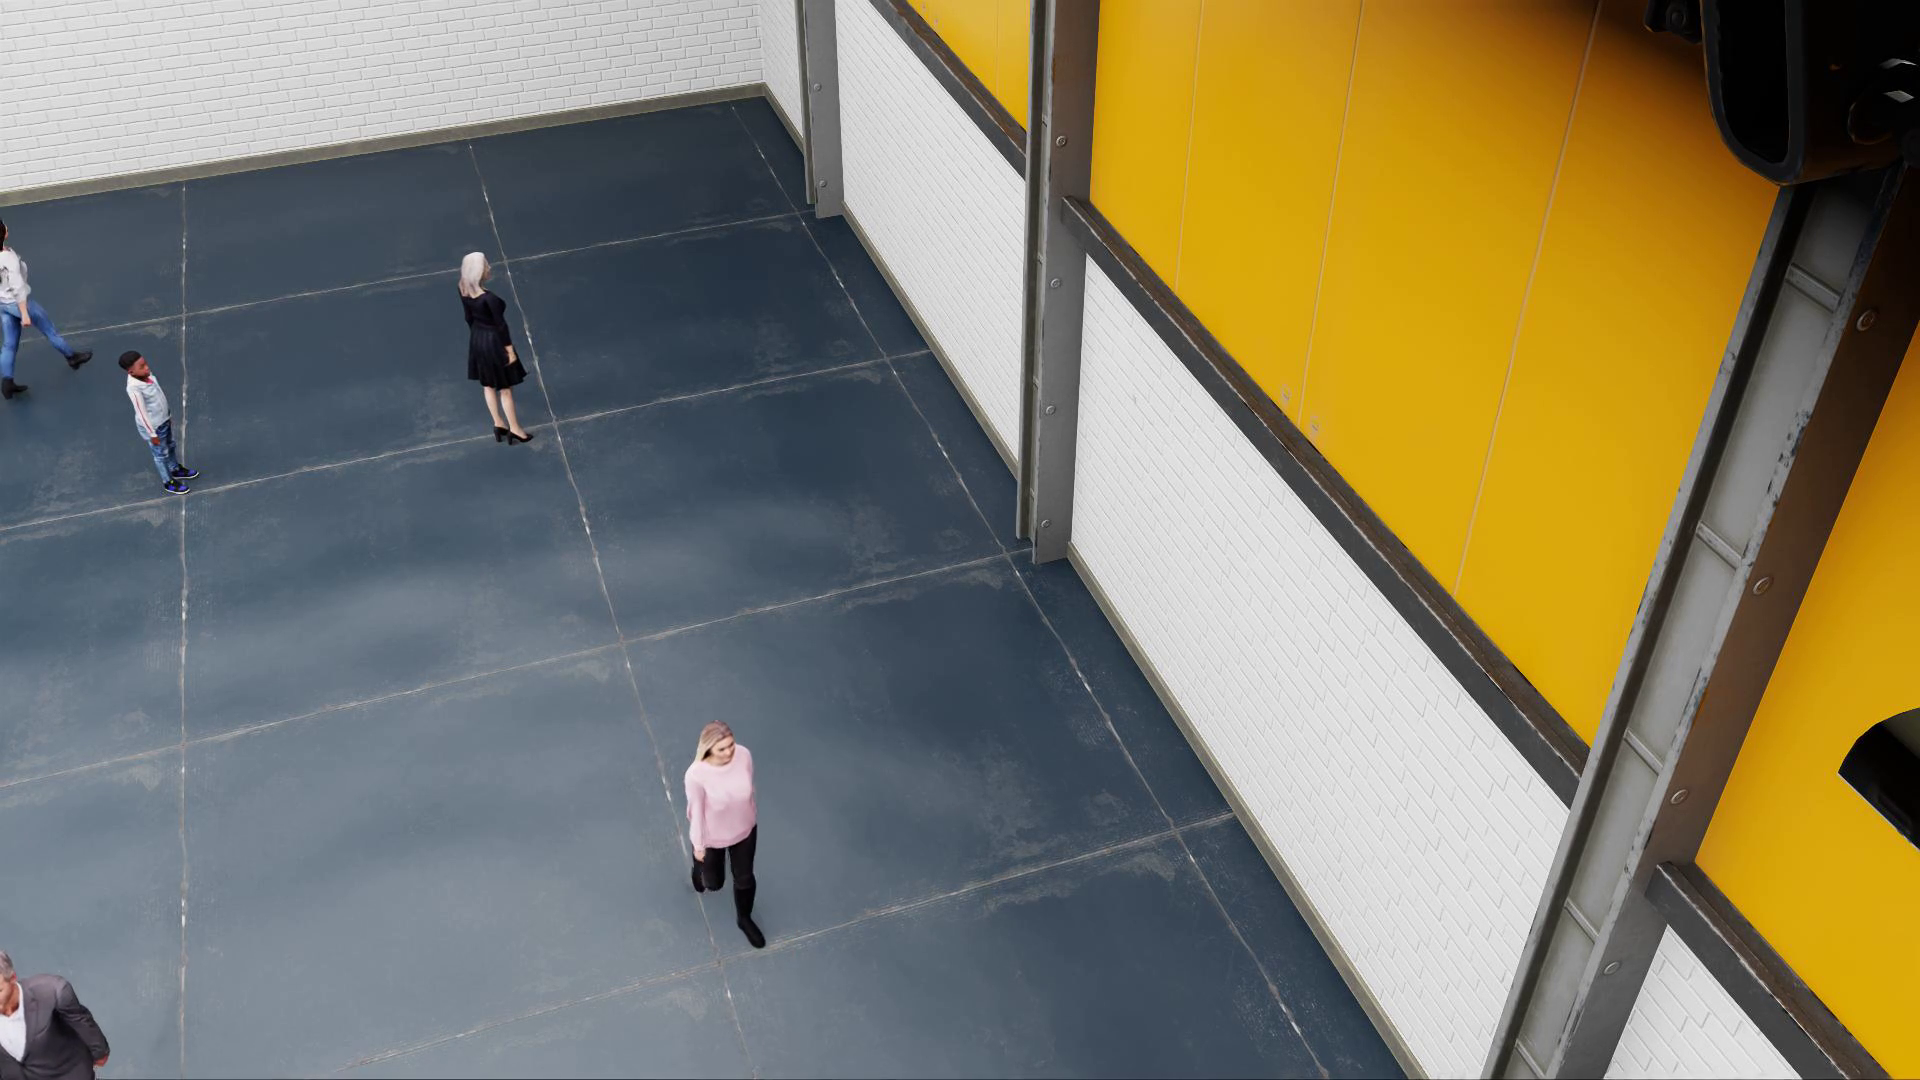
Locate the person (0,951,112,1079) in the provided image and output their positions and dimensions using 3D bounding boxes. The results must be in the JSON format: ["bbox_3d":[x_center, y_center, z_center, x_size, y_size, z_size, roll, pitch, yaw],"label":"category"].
[{"bbox_3d":[-4.568,2.601,8.345,0.832,1.798,1.207,-7,39,-9],"label":"person"}]

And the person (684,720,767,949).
[{"bbox_3d":[-1.408,1.641,9.645,0.734,1.676,0.972,-23,44,-26],"label":"person"}]

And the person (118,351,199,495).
[{"bbox_3d":[-6.417,-0.963,13.238,0.599,1.261,0.509,-1,39,-1],"label":"person"}]

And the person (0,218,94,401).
[{"bbox_3d":[-8.126,-1.941,14.207,1.064,1.581,1.105,17,42,20],"label":"person"}]

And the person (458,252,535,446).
[{"bbox_3d":[-3.818,-1.556,13.592,0.677,1.747,0.759,23,44,26],"label":"person"}]
